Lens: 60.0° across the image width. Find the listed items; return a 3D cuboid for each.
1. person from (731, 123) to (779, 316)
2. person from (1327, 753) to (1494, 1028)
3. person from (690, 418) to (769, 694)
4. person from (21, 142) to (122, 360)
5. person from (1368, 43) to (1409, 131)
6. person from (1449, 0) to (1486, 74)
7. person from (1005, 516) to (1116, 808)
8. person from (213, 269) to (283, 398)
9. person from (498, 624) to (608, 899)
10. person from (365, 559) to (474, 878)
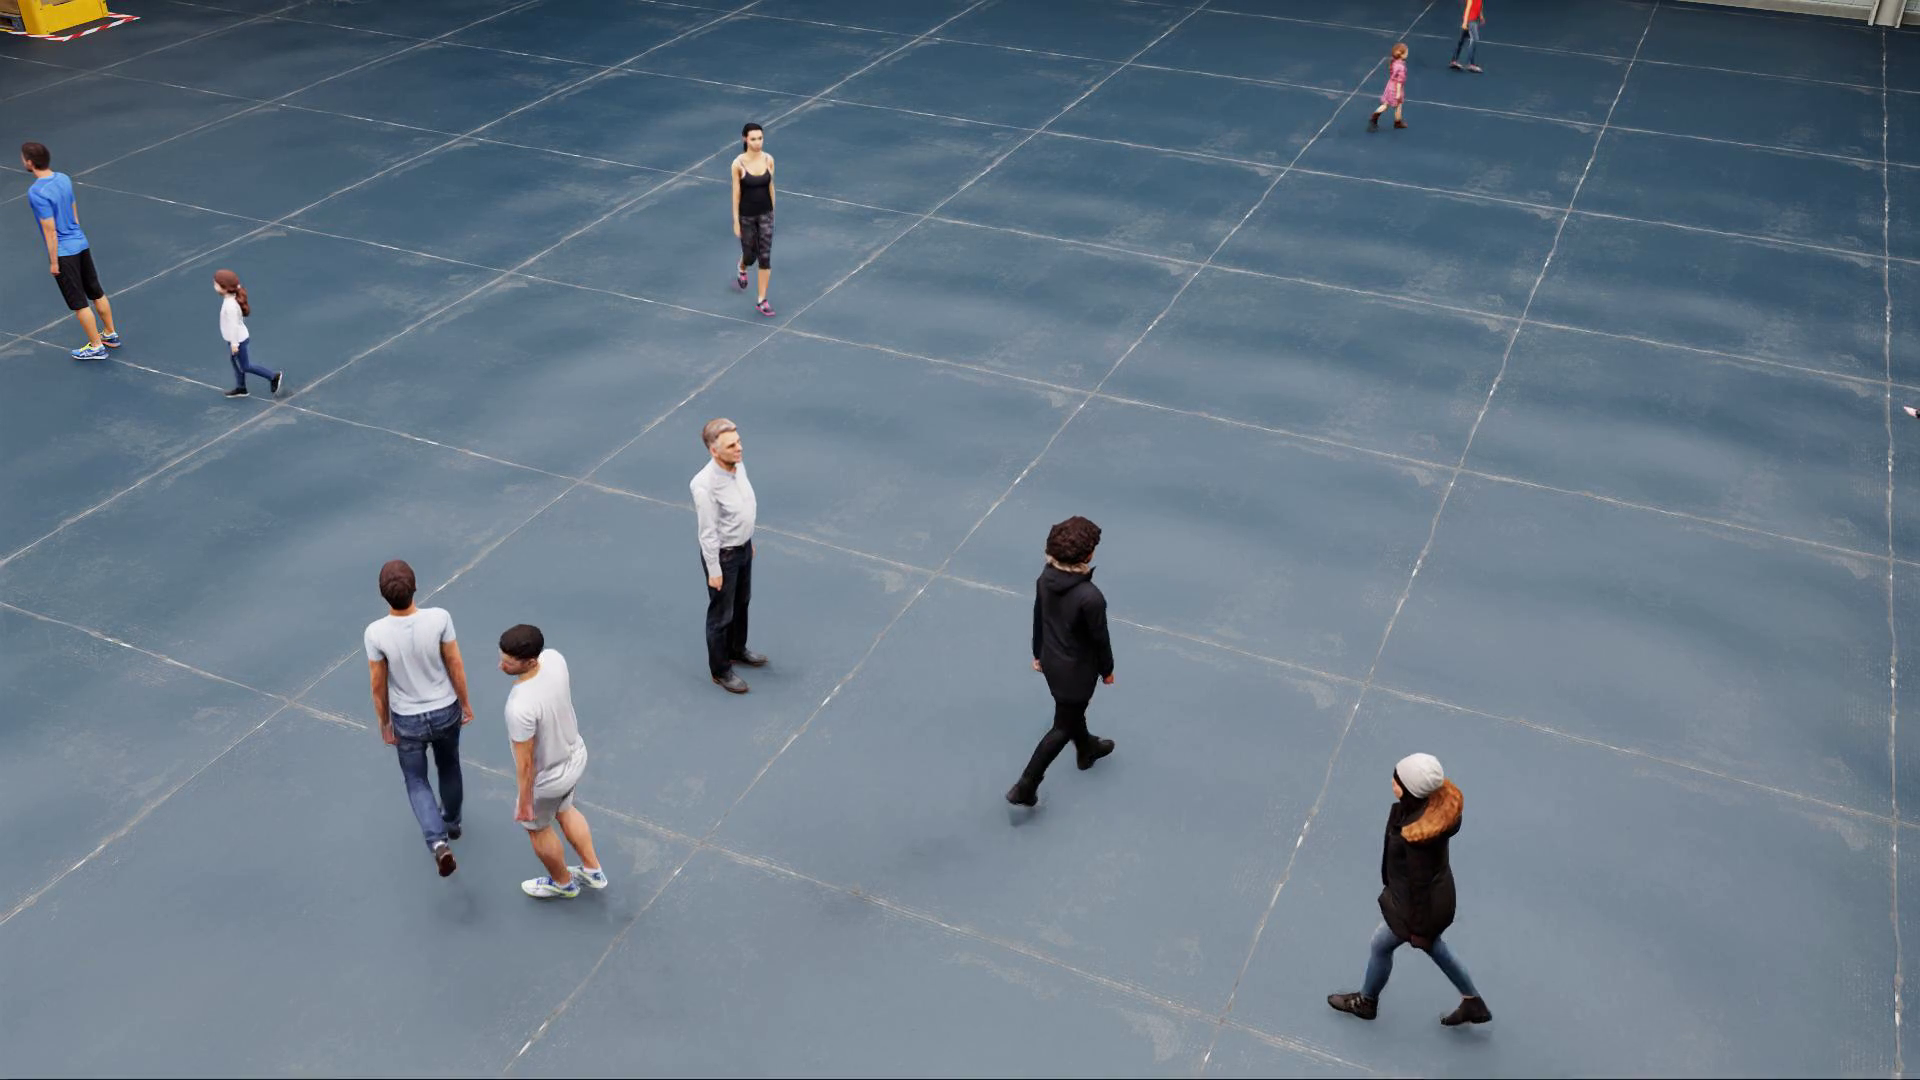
[{"bbox_3d":[-1.869,-2.895,14.875,0.882,1.710,0.996,-17,36,-24],"label":"person"},{"bbox_3d":[2.205,1.688,7.715,0.981,1.597,0.651,13,34,19],"label":"person"},{"bbox_3d":[-1.407,0.059,10.091,0.557,1.818,0.658,12,34,18],"label":"person"},{"bbox_3d":[-7.500,-2.433,13.997,0.656,1.866,0.679,3,32,5],"label":"person"},{"bbox_3d":[4.992,-5.233,19.240,0.769,1.008,0.682,-8,33,-13],"label":"person"},{"bbox_3d":[6.448,-6.650,21.216,0.668,1.295,0.473,14,35,21],"label":"person"},{"bbox_3d":[0.552,0.717,9.112,1.009,1.750,1.148,-23,39,-31],"label":"person"},{"bbox_3d":[-5.822,-1.659,13.486,0.734,1.102,0.697,-14,35,-21],"label":"person"},{"bbox_3d":[-2.002,1.161,8.355,0.739,1.808,0.777,10,34,16],"label":"person"},{"bbox_3d":[-2.771,0.944,8.659,0.992,1.850,1.087,-14,35,-21],"label":"person"}]
